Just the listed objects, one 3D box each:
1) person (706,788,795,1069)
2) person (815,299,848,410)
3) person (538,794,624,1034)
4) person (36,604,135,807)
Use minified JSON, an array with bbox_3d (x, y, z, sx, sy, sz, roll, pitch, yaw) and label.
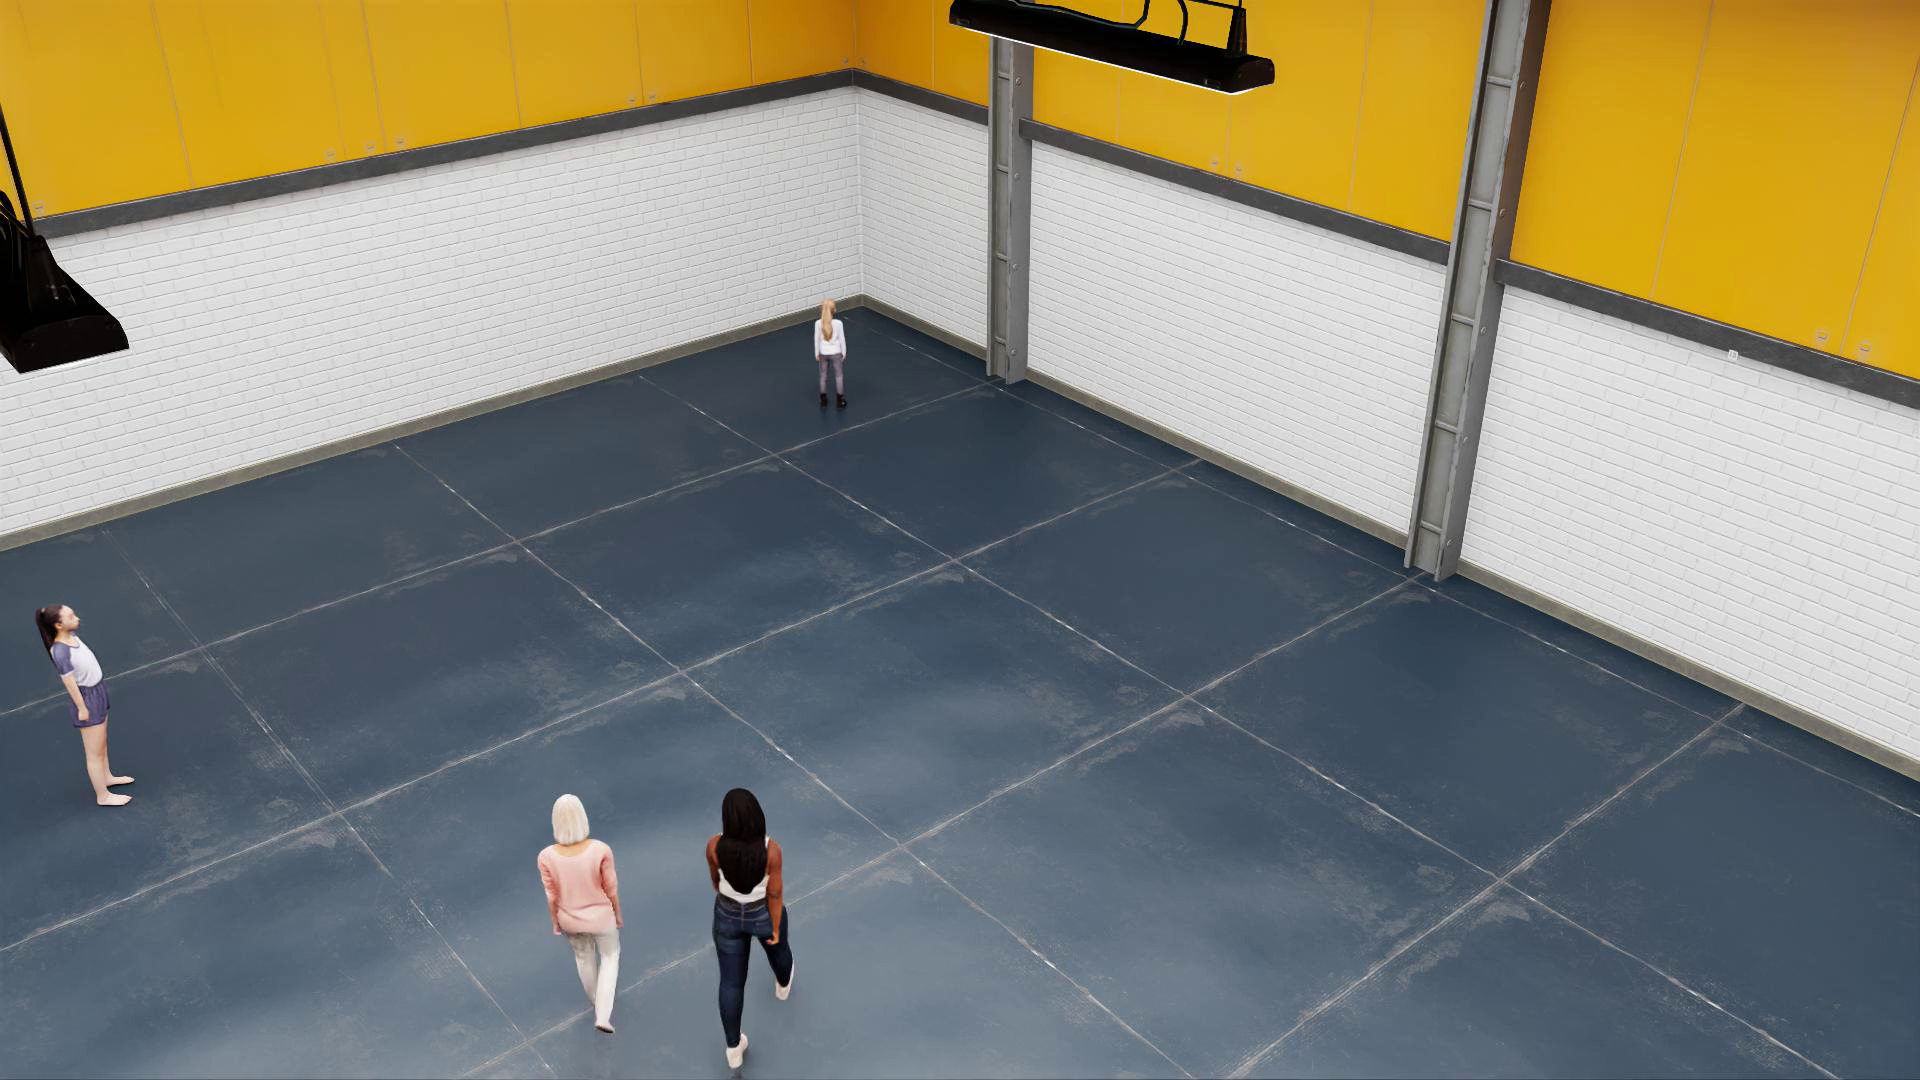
[{"bbox_3d":[-1.292,2.339,9.939,1.087,1.760,1.178,2,29,4],"label":"person"},{"bbox_3d":[-1.450,-2.077,18.538,0.584,1.277,0.651,4,29,8],"label":"person"},{"bbox_3d":[-2.256,2.314,10.034,0.847,1.711,0.957,-4,29,-7],"label":"person"},{"bbox_3d":[-6.402,1.190,12.161,0.723,1.649,0.589,-9,30,-16],"label":"person"}]
